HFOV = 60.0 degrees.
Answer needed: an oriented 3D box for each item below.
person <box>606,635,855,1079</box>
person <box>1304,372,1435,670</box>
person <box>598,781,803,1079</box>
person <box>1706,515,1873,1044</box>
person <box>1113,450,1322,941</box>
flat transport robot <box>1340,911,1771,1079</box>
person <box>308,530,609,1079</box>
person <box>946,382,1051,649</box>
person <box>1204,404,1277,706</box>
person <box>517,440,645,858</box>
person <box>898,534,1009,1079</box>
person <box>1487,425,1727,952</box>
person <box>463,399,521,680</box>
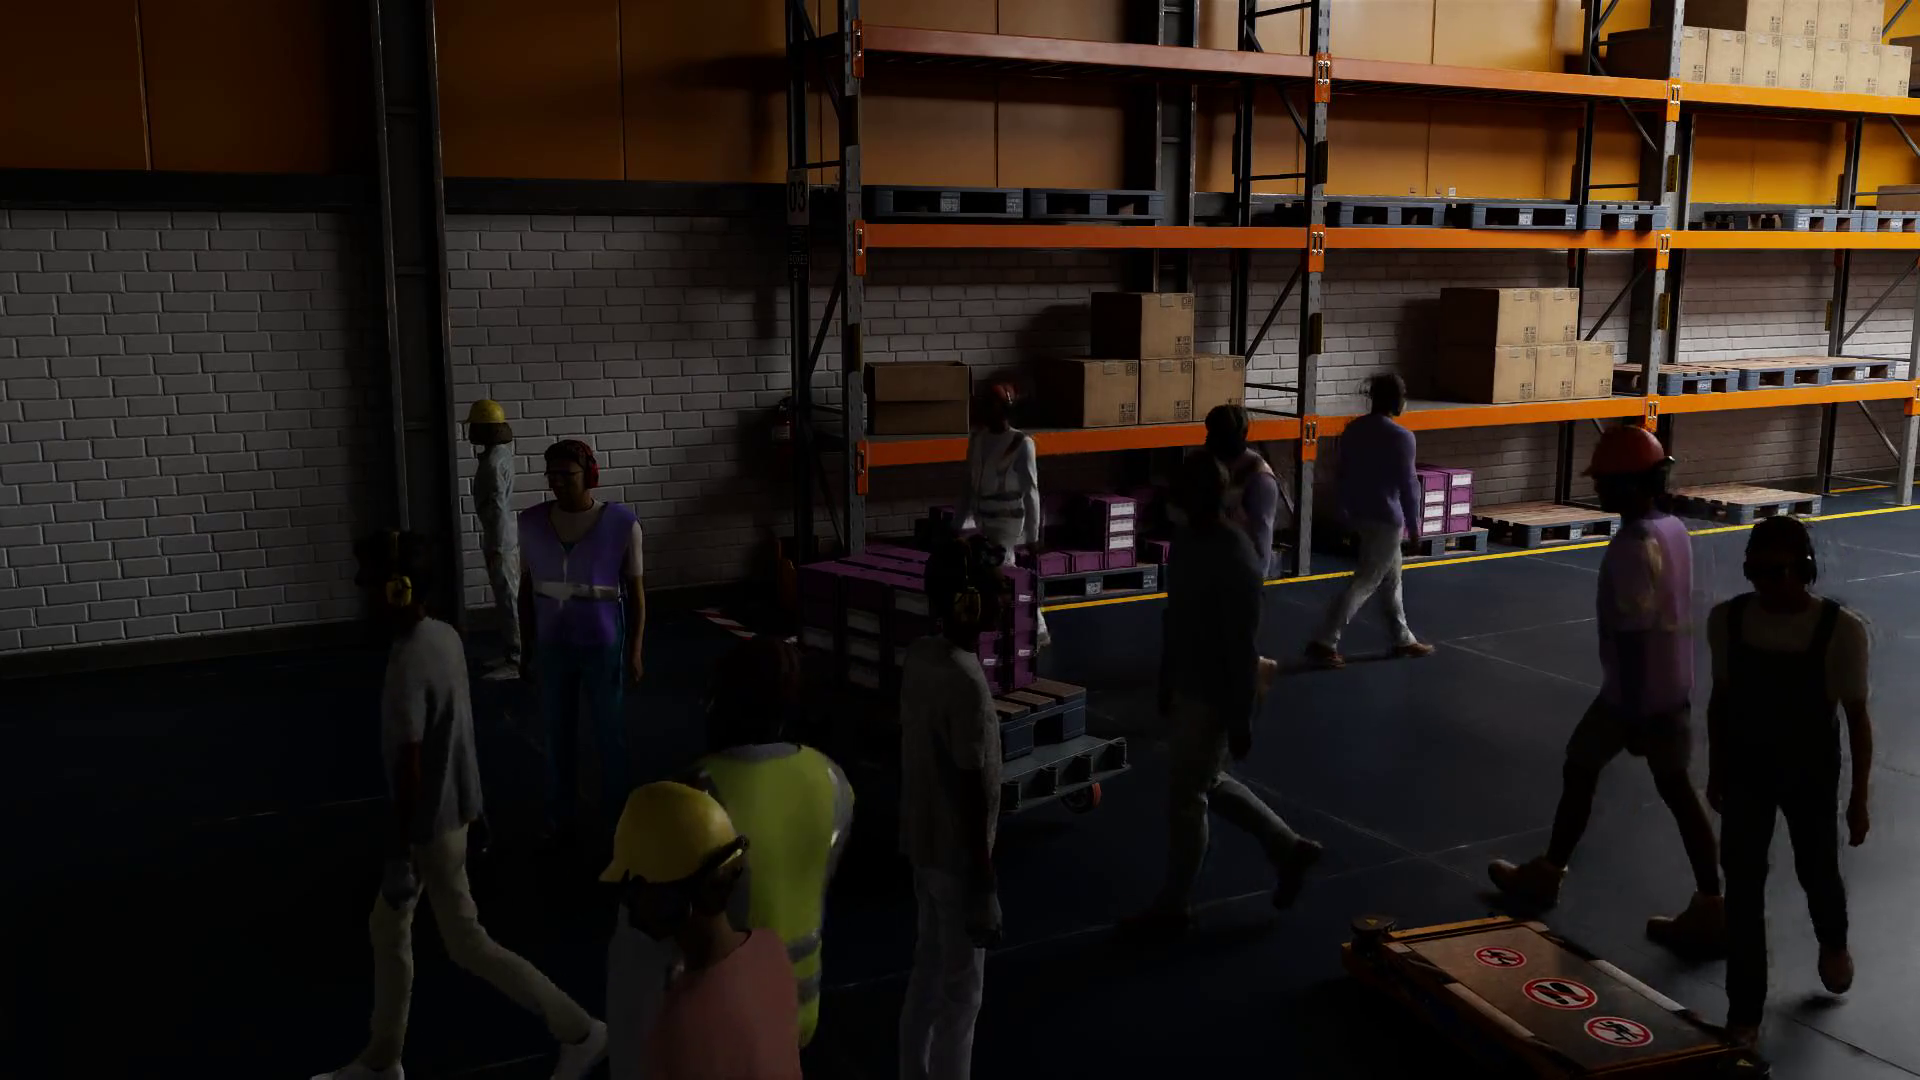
[{"bbox_3d":[-0.544,1.110,3.756,0.455,1.802,0.655,6,12,33],"label":"person"},{"bbox_3d":[2.626,-0.120,10.571,1.010,1.897,0.647,-4,11,-20],"label":"person"},{"bbox_3d":[-0.376,1.280,3.045,0.867,1.697,0.539,3,10,18],"label":"person"},{"bbox_3d":[2.825,0.783,5.651,0.551,1.805,0.885,8,13,40],"label":"person"},{"bbox_3d":[1.020,0.595,6.390,0.793,1.912,0.640,-2,10,-10],"label":"person"},{"bbox_3d":[1.927,1.563,5.532,0.652,0.197,1.431,-3,10,-18],"label":"flat transport robot"},{"bbox_3d":[-1.557,0.865,5.121,0.929,1.826,0.520,-1,10,-8],"label":"person"},{"bbox_3d":[0.264,-0.094,10.622,1.002,1.838,0.575,-7,12,-35],"label":"person"},{"bbox_3d":[1.513,0.148,9.214,0.609,1.823,0.637,-5,11,-26],"label":"person"},{"bbox_3d":[-1.656,0.469,7.303,0.570,1.843,0.372,1,10,8],"label":"person"},{"bbox_3d":[-0.009,0.912,4.717,0.323,1.860,0.518,-4,11,-20],"label":"person"},{"bbox_3d":[2.608,0.547,6.453,0.610,1.981,1.005,-9,13,-41],"label":"person"},{"bbox_3d":[-2.882,-0.002,10.311,0.322,1.743,0.489,-2,10,-9],"label":"person"}]
